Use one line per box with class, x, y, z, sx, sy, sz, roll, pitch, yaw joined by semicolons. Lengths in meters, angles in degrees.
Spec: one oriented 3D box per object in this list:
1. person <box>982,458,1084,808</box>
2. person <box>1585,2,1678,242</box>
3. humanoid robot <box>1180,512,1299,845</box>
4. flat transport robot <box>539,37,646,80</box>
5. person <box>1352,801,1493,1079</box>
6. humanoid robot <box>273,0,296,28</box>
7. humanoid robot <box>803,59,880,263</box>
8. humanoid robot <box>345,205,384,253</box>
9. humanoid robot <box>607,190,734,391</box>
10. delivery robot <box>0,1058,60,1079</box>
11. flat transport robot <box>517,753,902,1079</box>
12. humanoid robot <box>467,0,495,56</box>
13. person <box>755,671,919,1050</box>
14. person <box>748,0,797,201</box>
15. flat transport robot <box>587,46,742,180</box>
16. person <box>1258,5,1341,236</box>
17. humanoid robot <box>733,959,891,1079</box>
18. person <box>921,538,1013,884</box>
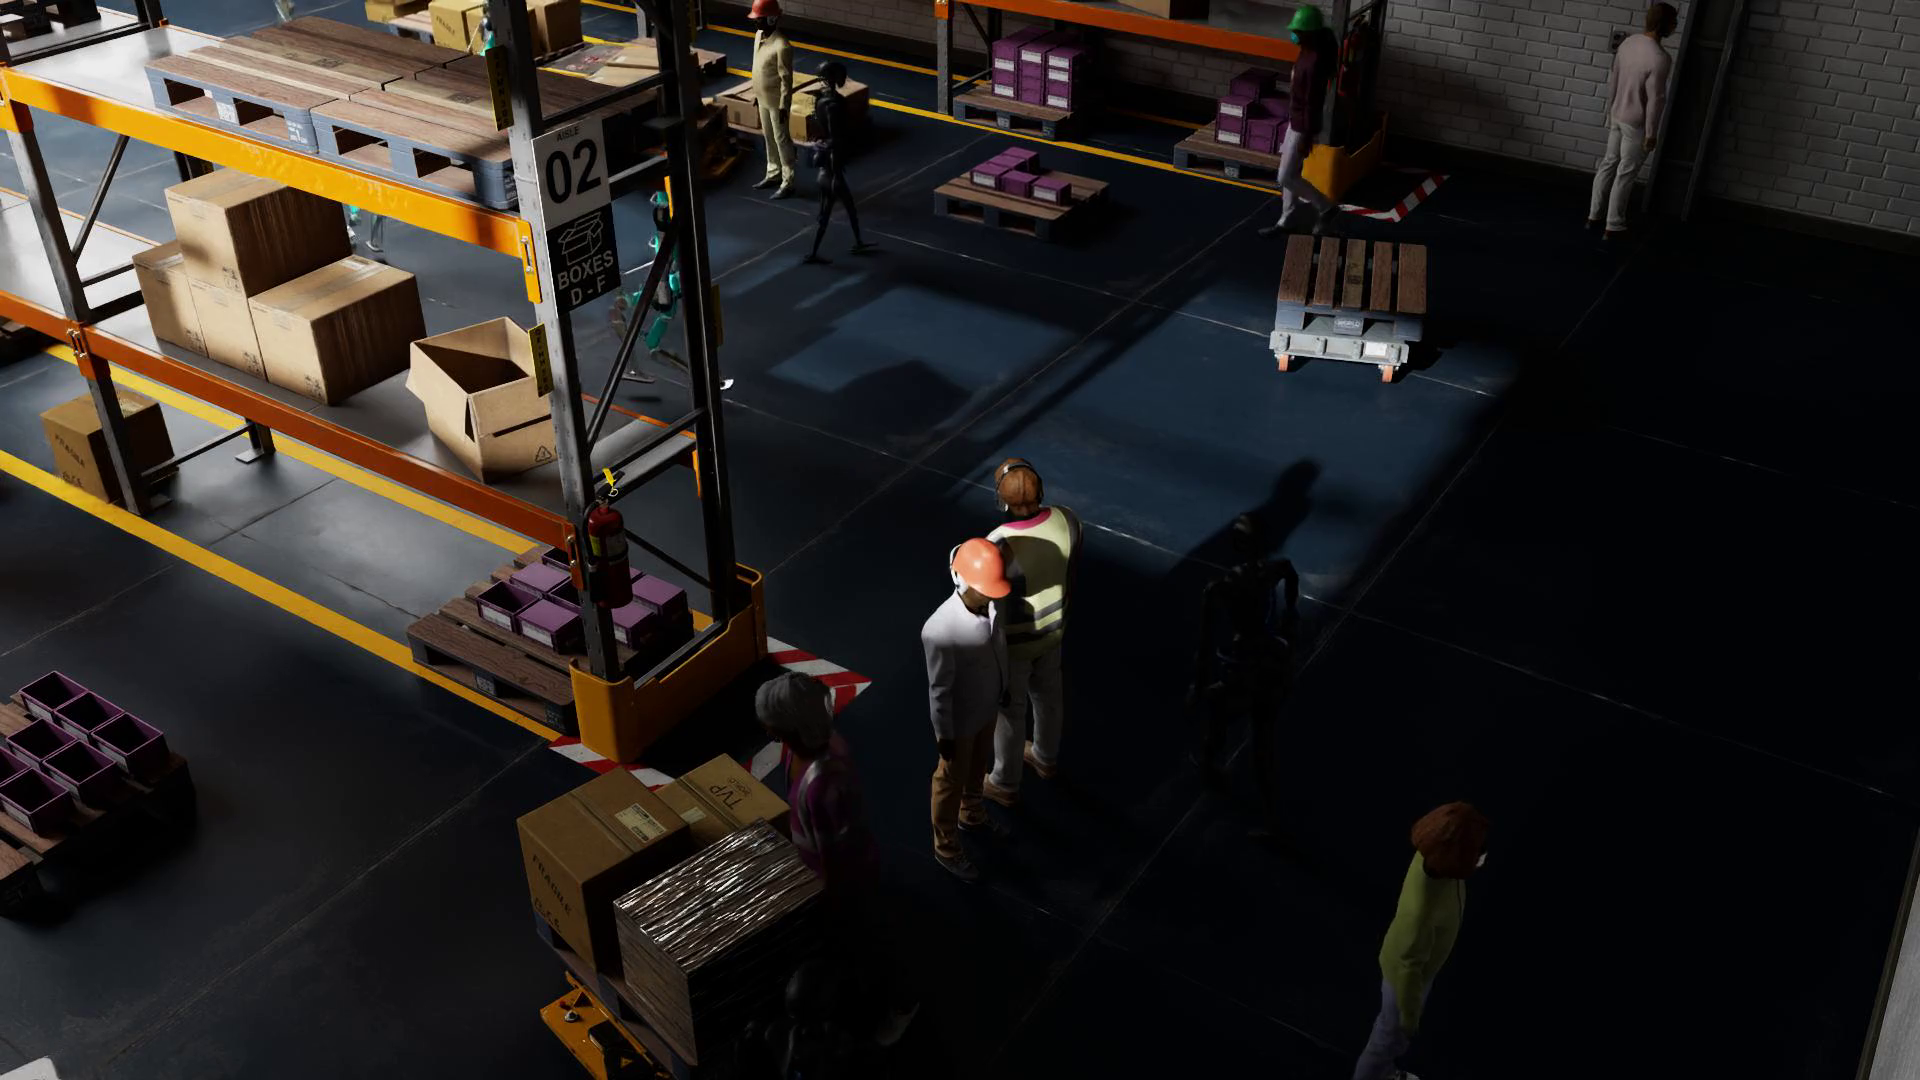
person;0.268;0.441;7.758;0.621;1.840;0.431;-25;41;-33
person;5.502;-3.410;13.585;0.353;1.937;0.633;-6;34;-10
humanoid robot;1.331;0.634;7.661;0.592;1.611;0.789;-17;37;-25
flat transport robot;-3.818;-4.982;17.530;0.659;0.231;1.431;14;36;21
person;1.695;1.592;6.182;0.303;1.624;0.518;14;36;21
humanoid robot;-7.532;-6.312;18.254;0.544;1.772;0.934;-28;42;-36
humanoid robot;-0.953;-2.987;13.188;0.688;1.633;0.583;-3;33;-5
humanoid robot;-4.866;-3.065;13.234;0.562;1.736;1.025;-21;38;-29
humanoid robot;-2.078;-1.710;11.171;1.051;1.735;0.564;4;33;6
delivery robot;-3.659;2.253;6.135;0.759;0.579;0.499;-22;39;-30
flat transport robot;-0.999;1.806;7.097;1.431;0.231;0.659;-26;41;-34
humanoid robot;-4.505;-4.704;15.764;0.585;1.788;0.818;27;42;35
person;-0.489;1.261;6.539;0.673;1.800;0.515;-11;35;-17
person;-1.634;-3.835;14.406;0.323;1.751;0.559;-20;38;-27
flat transport robot;-2.796;-3.560;15.345;1.431;0.231;0.659;7;34;10
person;2.831;-3.362;13.525;0.545;1.929;0.496;1;33;2
humanoid robot;-0.493;2.040;5.442;0.601;1.637;0.404;6;34;10
person;0.066;0.734;7.392;0.335;1.741;0.562;18;37;26
